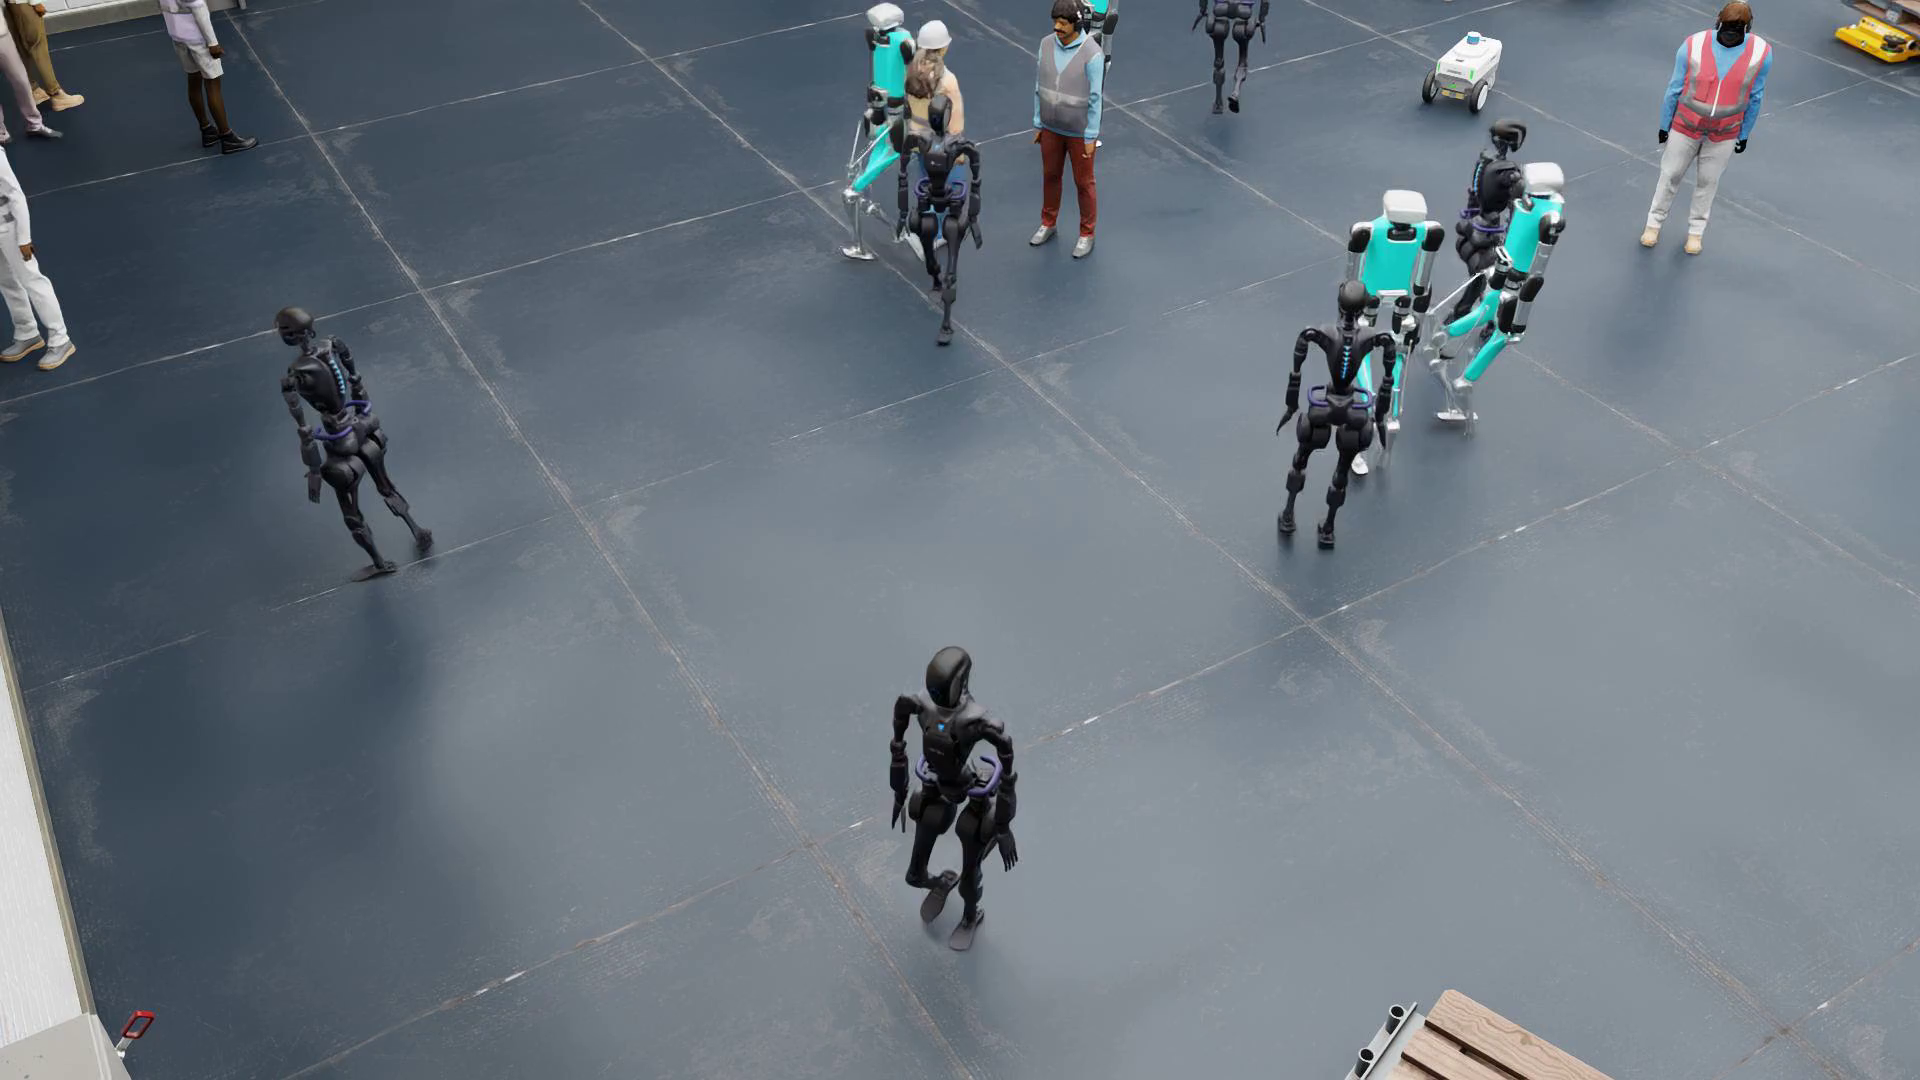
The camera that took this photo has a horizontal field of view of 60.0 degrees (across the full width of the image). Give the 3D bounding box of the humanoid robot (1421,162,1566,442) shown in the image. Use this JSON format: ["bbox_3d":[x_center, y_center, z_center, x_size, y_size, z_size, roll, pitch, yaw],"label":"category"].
[{"bbox_3d":[3.062,-1.359,9.880,0.732,1.848,0.535,-2,38,-3],"label":"humanoid robot"}]

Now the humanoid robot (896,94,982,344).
[{"bbox_3d":[-0.135,-2.161,10.928,0.589,1.622,0.809,6,39,7],"label":"humanoid robot"}]

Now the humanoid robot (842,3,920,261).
[{"bbox_3d":[-0.676,-2.756,11.614,0.571,1.771,0.935,30,47,32],"label":"humanoid robot"}]

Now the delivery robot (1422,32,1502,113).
[{"bbox_3d":[4.295,-3.989,14.104,0.499,0.606,0.794,23,44,26],"label":"delivery robot"}]

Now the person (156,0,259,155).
[{"bbox_3d":[-5.967,-3.965,12.956,0.542,1.934,0.359,24,44,27],"label":"person"}]

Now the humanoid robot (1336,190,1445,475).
[{"bbox_3d":[2.428,-1.027,9.451,0.546,1.858,0.706,-3,39,-4],"label":"humanoid robot"}]

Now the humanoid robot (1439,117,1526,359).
[{"bbox_3d":[3.406,-1.900,10.578,0.746,1.625,0.598,-8,39,-10],"label":"humanoid robot"}]

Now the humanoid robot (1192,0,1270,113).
[{"bbox_3d":[2.201,-4.254,13.532,0.611,1.645,0.424,7,39,9],"label":"humanoid robot"}]

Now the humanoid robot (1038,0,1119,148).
[{"bbox_3d":[0.876,-3.856,12.868,0.735,1.677,0.533,-12,40,-15],"label":"humanoid robot"}]

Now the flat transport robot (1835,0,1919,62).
[{"bbox_3d":[8.798,-4.645,15.153,1.431,0.231,0.659,-13,40,-16],"label":"flat transport robot"}]

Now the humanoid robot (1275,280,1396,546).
[{"bbox_3d":[2.031,-0.691,9.021,0.599,1.650,0.383,6,39,7],"label":"humanoid robot"}]

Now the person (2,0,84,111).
[{"bbox_3d":[-7.745,-4.390,13.625,0.520,1.768,0.373,17,41,20],"label":"person"}]

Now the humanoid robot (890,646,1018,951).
[{"bbox_3d":[-0.008,1.072,6.810,0.584,1.647,0.358,15,41,18],"label":"humanoid robot"}]

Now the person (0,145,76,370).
[{"bbox_3d":[-6.063,-1.948,10.452,0.573,1.881,0.357,14,41,17],"label":"person"}]

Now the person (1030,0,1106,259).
[{"bbox_3d":[0.763,-2.906,11.677,0.525,1.870,0.416,22,43,25],"label":"person"}]

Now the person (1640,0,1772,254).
[{"bbox_3d":[5.236,-2.893,11.689,0.629,1.836,0.431,13,40,16],"label":"person"}]

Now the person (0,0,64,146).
[{"bbox_3d":[-7.681,-3.928,13.017,0.716,1.805,0.389,-19,42,-22],"label":"person"}]

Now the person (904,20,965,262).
[{"bbox_3d":[-0.208,-2.756,11.598,0.494,1.711,0.544,31,48,33],"label":"person"}]

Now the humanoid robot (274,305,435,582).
[{"bbox_3d":[-3.207,-0.499,8.795,0.483,1.645,0.608,10,40,13],"label":"humanoid robot"}]
